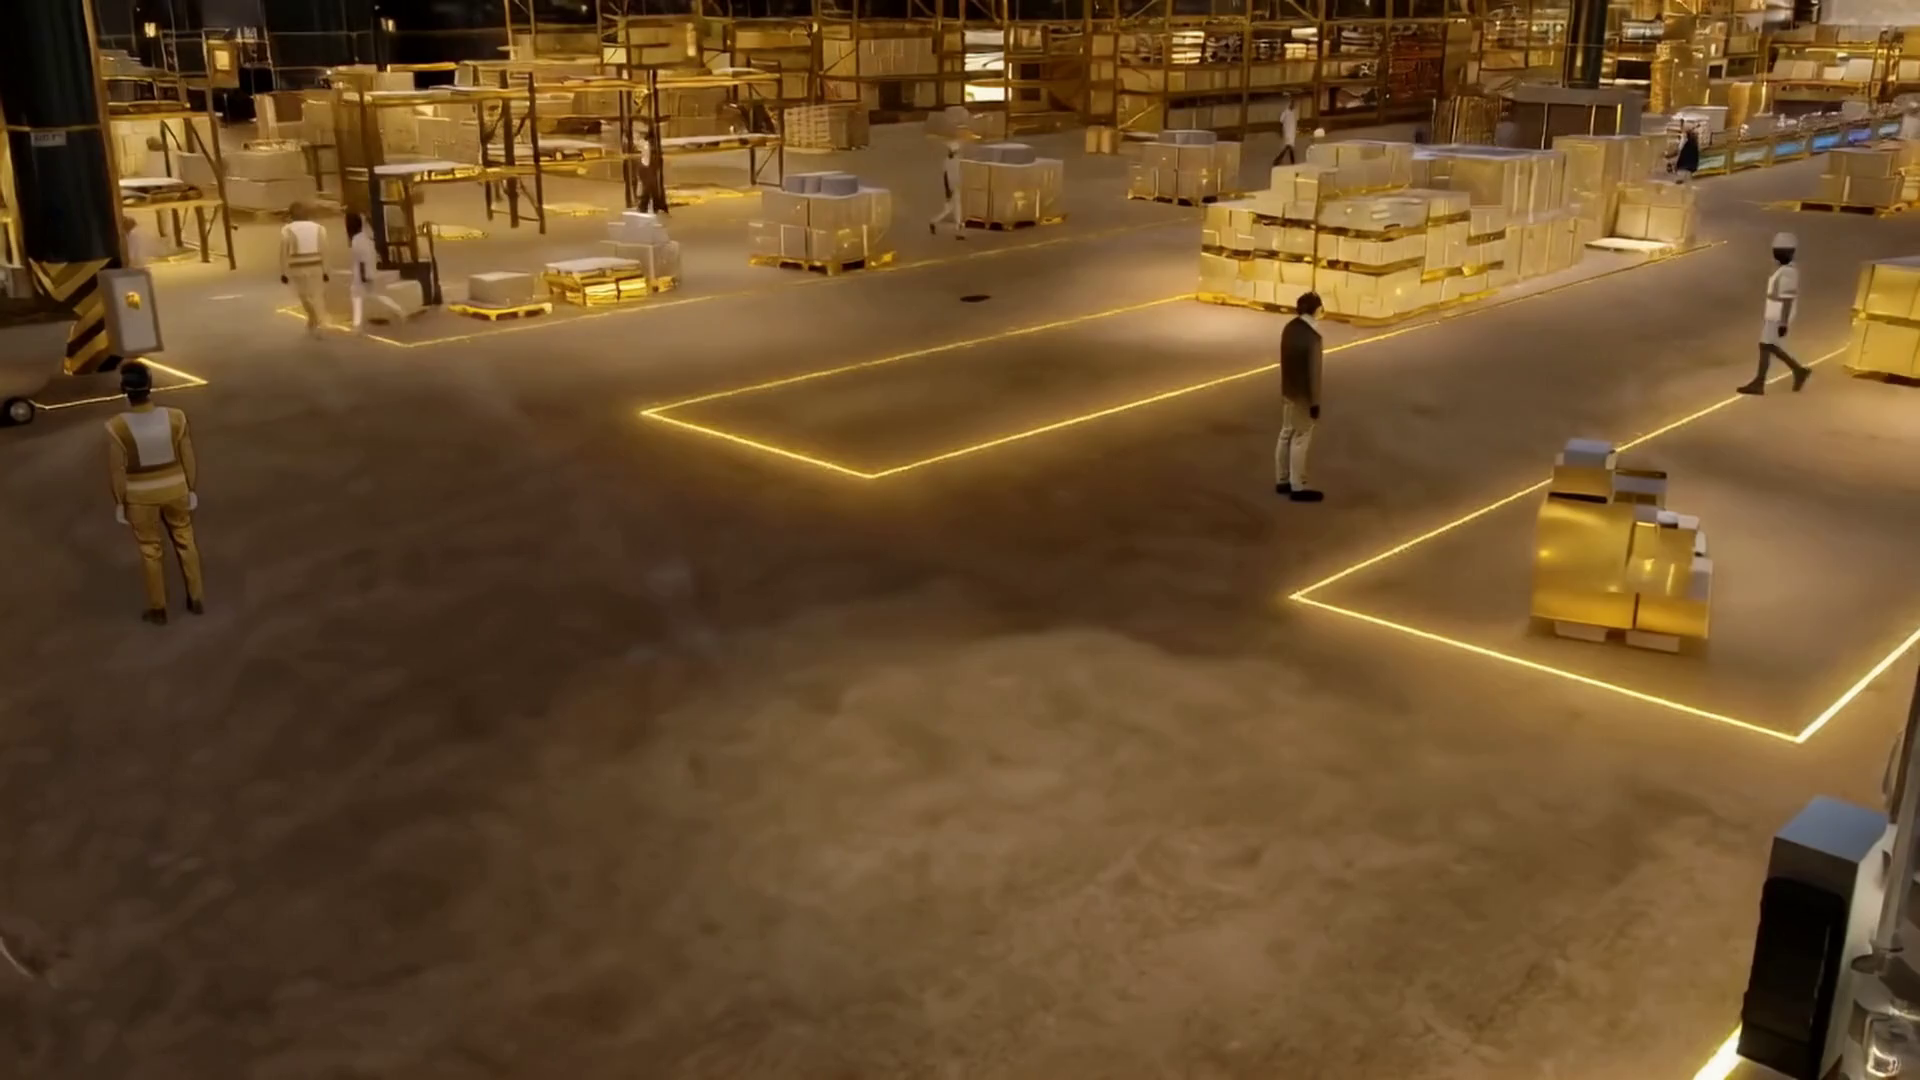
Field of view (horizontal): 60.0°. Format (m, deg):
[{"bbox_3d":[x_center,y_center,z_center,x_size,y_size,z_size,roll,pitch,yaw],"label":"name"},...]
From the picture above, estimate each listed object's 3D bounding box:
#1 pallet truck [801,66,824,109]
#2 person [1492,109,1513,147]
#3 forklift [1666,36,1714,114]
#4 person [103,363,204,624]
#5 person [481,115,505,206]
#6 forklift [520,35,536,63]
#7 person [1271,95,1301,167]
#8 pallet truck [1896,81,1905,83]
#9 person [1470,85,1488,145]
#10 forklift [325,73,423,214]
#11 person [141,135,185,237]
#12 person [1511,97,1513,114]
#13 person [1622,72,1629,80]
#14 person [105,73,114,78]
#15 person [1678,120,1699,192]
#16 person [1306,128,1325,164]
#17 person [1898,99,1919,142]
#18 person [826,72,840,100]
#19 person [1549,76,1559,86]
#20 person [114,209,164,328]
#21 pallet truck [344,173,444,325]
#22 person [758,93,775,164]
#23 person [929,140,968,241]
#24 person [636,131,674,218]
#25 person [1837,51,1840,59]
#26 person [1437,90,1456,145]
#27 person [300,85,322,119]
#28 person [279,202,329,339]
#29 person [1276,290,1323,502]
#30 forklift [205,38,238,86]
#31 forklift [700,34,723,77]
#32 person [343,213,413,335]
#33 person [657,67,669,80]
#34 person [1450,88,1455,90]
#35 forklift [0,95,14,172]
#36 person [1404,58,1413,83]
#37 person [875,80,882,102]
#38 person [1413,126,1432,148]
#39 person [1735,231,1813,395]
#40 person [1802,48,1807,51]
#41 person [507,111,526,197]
[{"bbox_3d":[-4.812,-15.182,56.903,0.823,1.965,1.885,-9,21,-26],"label":"pallet truck"},{"bbox_3d":[13.071,-9.499,40.147,0.550,1.752,0.372,-8,20,-22],"label":"person"},{"bbox_3d":[27.341,-17.291,61.877,1.129,2.768,1.873,17,25,41],"label":"forklift"},{"bbox_3d":[-5.933,-0.343,12.272,0.614,1.947,0.388,-17,25,-42],"label":"person"},{"bbox_3d":[-10.177,-8.218,36.046,0.392,1.919,0.592,-8,20,-24],"label":"person"},{"bbox_3d":[-16.455,-17.891,63.685,1.873,2.768,1.129,0,18,-1],"label":"forklift"},{"bbox_3d":[8.461,-10.471,42.833,0.997,1.921,0.626,15,24,38],"label":"person"},{"bbox_3d":[34.802,-16.331,61.455,0.653,1.274,1.630,17,25,41],"label":"pallet truck"},{"bbox_3d":[15.444,-12.592,49.412,0.595,1.803,0.765,15,23,38],"label":"person"},{"bbox_3d":[-12.573,-8.430,35.181,1.129,2.768,1.873,17,25,41],"label":"forklift"},{"bbox_3d":[-15.041,-6.653,31.352,0.653,1.911,0.595,12,22,32],"label":"person"},{"bbox_3d":[17.190,-13.134,51.229,0.539,1.679,0.660,14,23,35],"label":"person"},{"bbox_3d":[21.856,-14.454,54.878,0.648,1.895,0.452,-12,22,-31],"label":"person"},{"bbox_3d":[-27.514,-14.190,54.049,0.583,1.904,0.908,9,20,26],"label":"person"},{"bbox_3d":[14.768,-7.521,33.825,0.384,1.993,0.623,6,19,17],"label":"person"},{"bbox_3d":[6.982,-7.083,32.595,0.551,1.934,0.373,-5,19,-15],"label":"person"},{"bbox_3d":[25.262,-10.850,44.256,0.816,1.734,0.529,-14,23,-37],"label":"person"},{"bbox_3d":[-4.282,-14.622,55.422,0.956,1.859,0.710,3,19,8],"label":"person"},{"bbox_3d":[20.880,-15.559,58.669,0.511,1.594,0.853,-15,24,-39],"label":"person"},{"bbox_3d":[-11.136,-3.599,22.424,0.503,1.728,0.398,12,22,32],"label":"person"},{"bbox_3d":[-8.209,-4.181,23.757,0.823,1.965,1.885,3,19,9],"label":"pallet truck"},{"bbox_3d":[-5.200,-11.028,44.586,0.329,1.872,0.508,6,19,18],"label":"person"},{"bbox_3d":[-0.206,-6.531,31.072,0.739,1.850,0.527,13,23,35],"label":"person"},{"bbox_3d":[-6.284,-7.448,33.939,0.829,1.785,0.576,1,18,3],"label":"person"},{"bbox_3d":[41.164,-22.275,78.303,0.402,1.987,0.608,13,22,34],"label":"person"},{"bbox_3d":[14.378,-12.420,49.083,0.548,1.664,0.749,14,23,36],"label":"person"},{"bbox_3d":[-18.326,-11.889,47.099,0.639,1.928,0.476,-13,22,-34],"label":"person"},{"bbox_3d":[-8.736,-3.597,22.272,0.626,1.825,0.750,-17,25,-42],"label":"person"},{"bbox_3d":[3.130,-1.324,15.242,0.372,1.940,0.630,-4,19,-13],"label":"person"},{"bbox_3d":[-26.396,-16.579,59.731,1.873,2.768,1.129,17,25,41],"label":"forklift"},{"bbox_3d":[-9.819,-18.699,66.120,1.873,2.768,1.129,17,25,41],"label":"forklift"},{"bbox_3d":[-7.977,-3.620,22.627,0.849,1.666,0.539,-2,18,-7],"label":"person"},{"bbox_3d":[-11.505,-17.512,64.523,0.530,1.599,0.819,2,18,5],"label":"person"},{"bbox_3d":[22.999,-22.000,77.536,0.368,1.940,0.632,7,19,19],"label":"person"},{"bbox_3d":[-24.269,-10.815,42.365,1.129,2.768,1.873,17,25,41],"label":"forklift"},{"bbox_3d":[21.195,-22.191,78.582,0.512,1.639,0.311,-17,25,-42],"label":"person"},{"bbox_3d":[-2.975,-17.444,63.992,0.458,1.821,0.618,-17,25,-42],"label":"person"},{"bbox_3d":[8.762,-6.892,31.860,0.708,2.000,0.561,-7,20,-20],"label":"person"},{"bbox_3d":[9.461,-2.590,19.094,0.723,1.919,0.561,6,19,17],"label":"person"},{"bbox_3d":[41.823,-23.518,82.476,0.518,1.706,0.914,6,19,17],"label":"person"},{"bbox_3d":[-10.063,-8.741,37.676,0.355,1.883,0.575,-2,18,-7],"label":"person"}]
